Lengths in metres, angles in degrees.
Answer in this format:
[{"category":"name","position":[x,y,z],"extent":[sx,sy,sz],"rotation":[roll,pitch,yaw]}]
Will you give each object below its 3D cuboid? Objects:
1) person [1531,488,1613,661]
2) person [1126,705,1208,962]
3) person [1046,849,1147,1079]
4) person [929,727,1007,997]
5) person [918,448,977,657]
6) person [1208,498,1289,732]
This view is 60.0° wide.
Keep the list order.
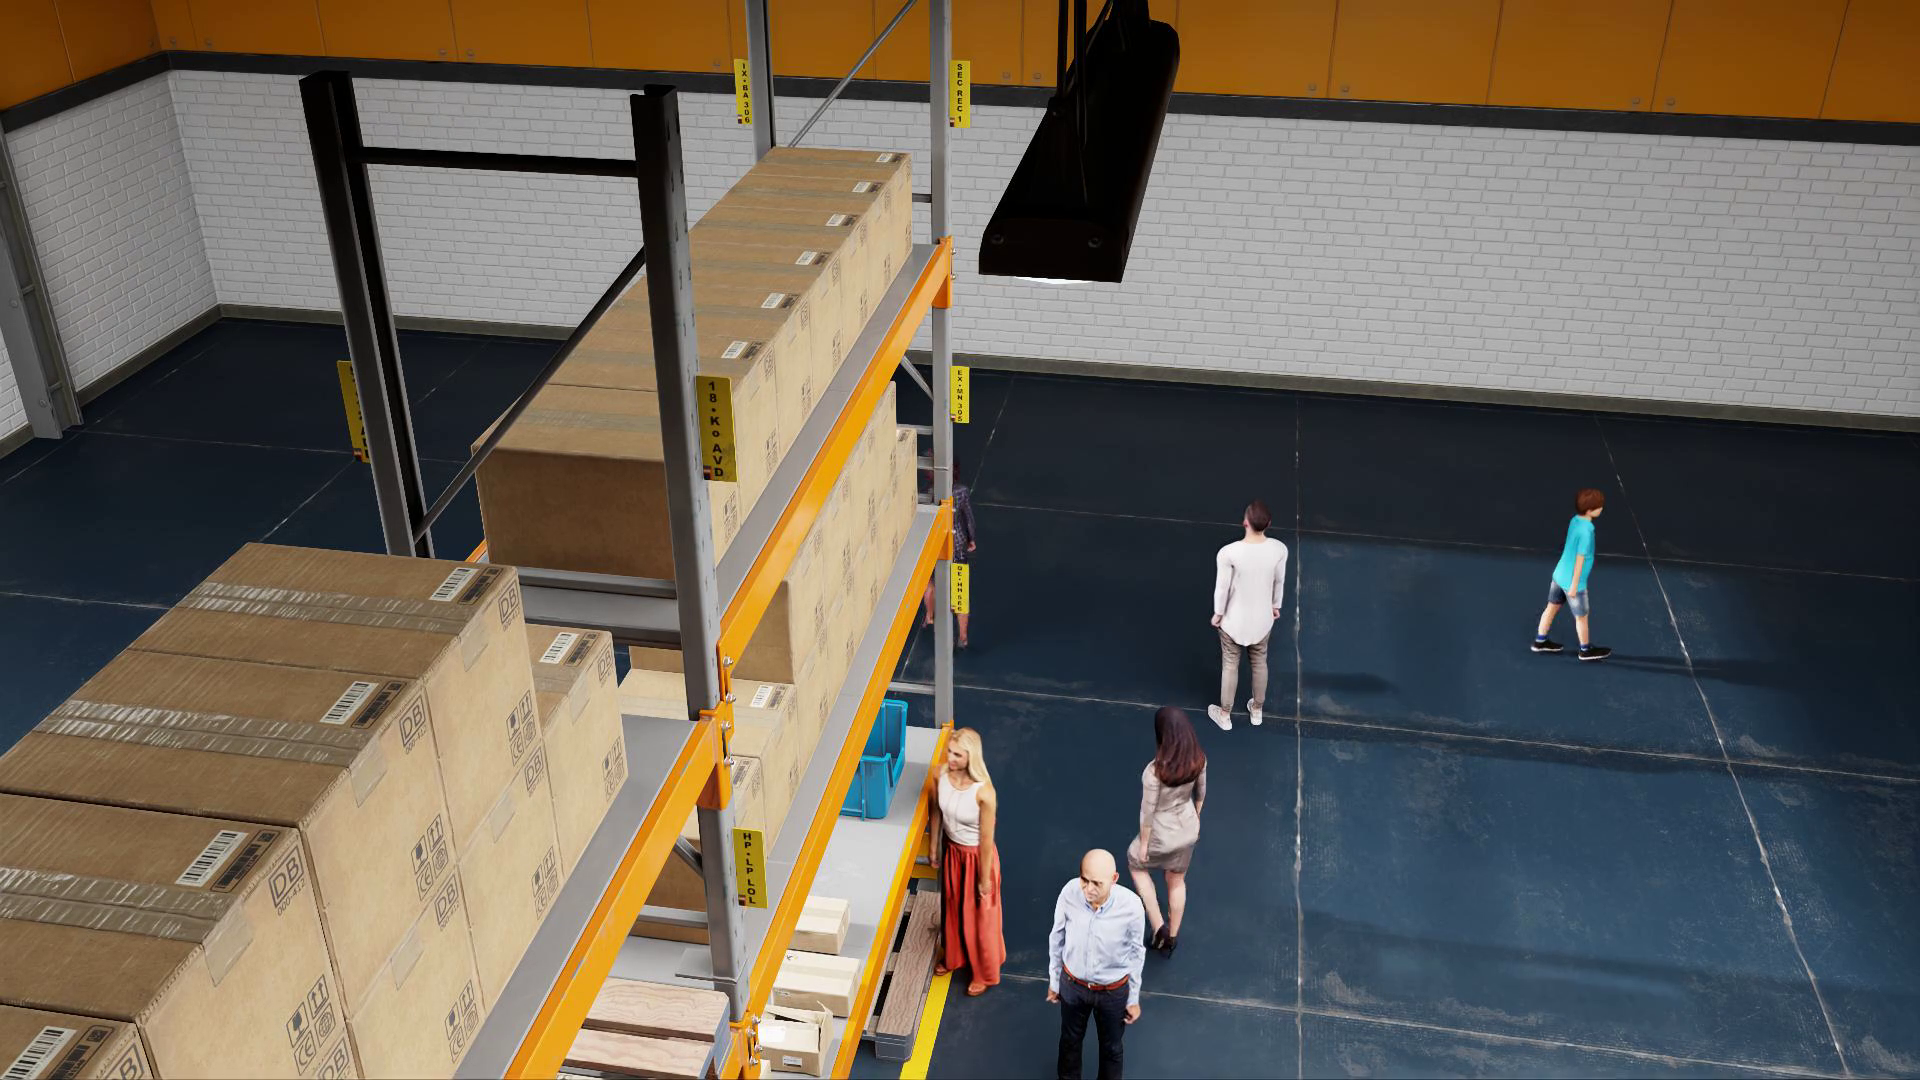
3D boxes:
[{"category":"person","position":[4.609,0.259,12.702],"extent":[0.657,1.433,0.754],"rotation":[2,29,3]},{"category":"person","position":[1.254,1.764,9.633],"extent":[0.737,1.730,0.780],"rotation":[-14,32,-24]},{"category":"person","position":[0.694,2.310,8.569],"extent":[0.677,1.790,0.598],"rotation":[9,30,16]},{"category":"person","position":[0.050,1.811,9.474],"extent":[0.726,1.800,0.757],"rotation":[23,36,36]},{"category":"person","position":[-0.094,0.141,12.675],"extent":[0.946,1.665,1.015],"rotation":[-9,30,-17]},{"category":"person","position":[2.042,0.518,11.802],"extent":[0.743,1.841,0.701],"rotation":[-5,29,-10]}]
